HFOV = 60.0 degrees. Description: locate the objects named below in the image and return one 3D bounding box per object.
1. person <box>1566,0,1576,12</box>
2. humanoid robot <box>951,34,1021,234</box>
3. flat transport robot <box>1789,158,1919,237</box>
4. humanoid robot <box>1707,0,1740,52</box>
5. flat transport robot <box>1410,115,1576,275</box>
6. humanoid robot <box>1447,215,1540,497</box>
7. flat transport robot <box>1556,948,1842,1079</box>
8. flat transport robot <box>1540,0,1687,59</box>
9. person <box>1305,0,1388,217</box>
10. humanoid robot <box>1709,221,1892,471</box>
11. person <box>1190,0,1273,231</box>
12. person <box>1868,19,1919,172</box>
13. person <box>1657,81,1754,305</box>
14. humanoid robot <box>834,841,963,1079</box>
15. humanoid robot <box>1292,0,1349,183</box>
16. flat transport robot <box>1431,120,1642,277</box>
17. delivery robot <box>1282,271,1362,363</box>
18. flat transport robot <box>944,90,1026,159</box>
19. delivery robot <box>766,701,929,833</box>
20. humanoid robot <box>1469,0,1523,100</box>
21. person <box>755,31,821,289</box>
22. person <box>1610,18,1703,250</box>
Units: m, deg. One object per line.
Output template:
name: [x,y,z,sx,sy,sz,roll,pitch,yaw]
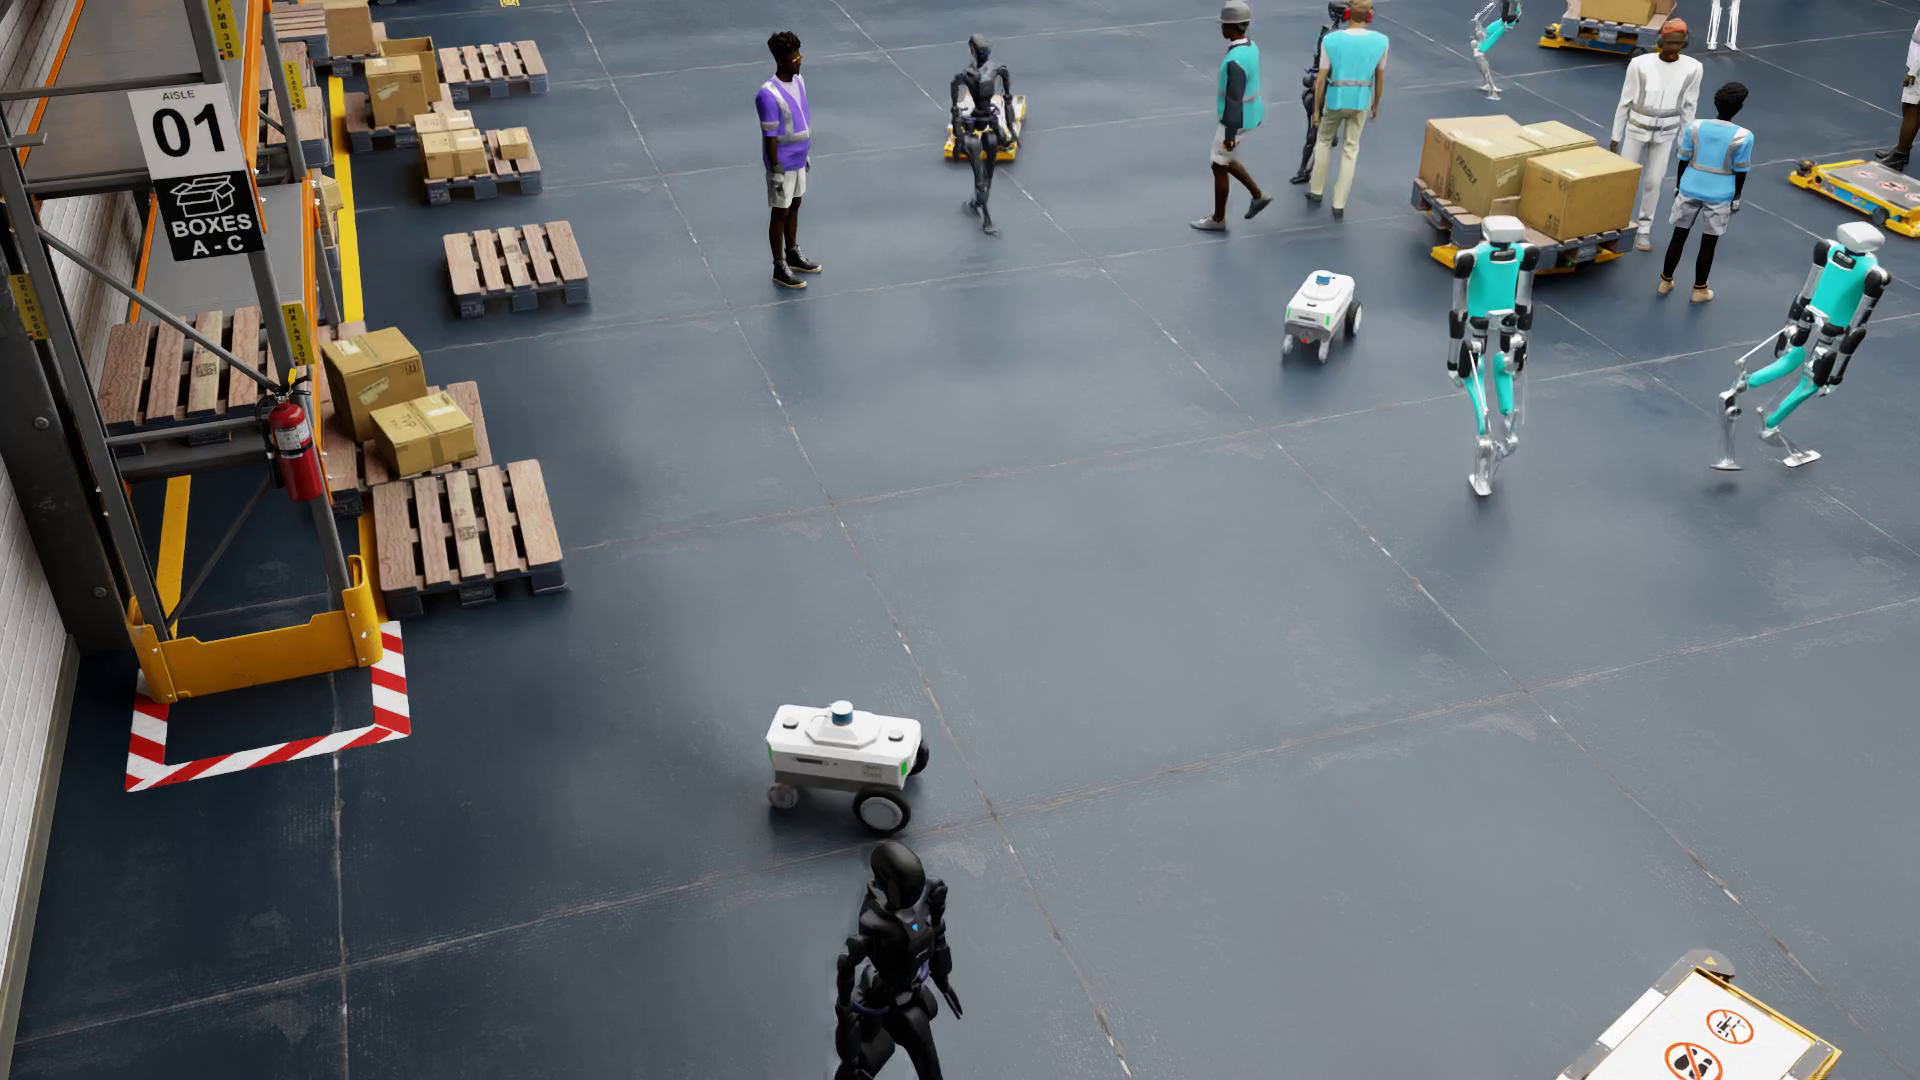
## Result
person: [7.353,-6.896,19.159,0.458,1.667,0.387,16,36,23]
humanoid robot: [0.183,-3.407,13.839,0.622,1.647,0.652,-17,37,-24]
flat transport robot: [8.006,-3.001,14.461,0.659,0.231,1.431,-11,35,-16]
humanoid robot: [8.337,-6.099,17.746,0.533,1.677,0.735,5,33,7]
flat transport robot: [4.462,-2.546,13.763,0.659,0.231,1.431,-6,34,-8]
humanoid robot: [3.264,-1.011,10.079,0.552,1.788,0.754,-7,34,-10]
flat transport robot: [2.817,2.176,6.521,1.431,0.231,0.659,-26,41,-33]
flat transport robot: [7.200,-5.518,18.322,1.431,0.231,0.659,17,37,24]
person: [3.276,-3.701,14.112,0.576,1.819,0.647,3,33,4]
humanoid robot: [5.076,-1.080,10.215,1.042,1.755,0.558,-11,35,-16]
person: [2.284,-3.450,13.635,0.551,1.920,0.576,10,34,15]
person: [8.615,-4.276,14.888,0.348,1.942,0.543,24,40,32]
person: [5.638,-2.613,12.562,0.531,1.692,0.320,26,41,34]
humanoid robot: [-0.259,1.698,6.012,0.783,1.626,0.616,25,41,33]
humanoid robot: [3.177,-3.926,14.597,0.366,1.643,0.590,-7,34,-10]
flat transport robot: [4.619,-2.376,13.502,1.431,0.231,0.659,-14,36,-20]
delivery robot: [2.637,-1.686,12.187,0.499,0.599,0.784,15,36,21]
flat transport robot: [0.253,-3.991,15.979,0.659,0.231,1.431,4,33,5]
delivery robot: [-0.535,1.038,8.001,0.768,0.591,0.499,6,34,9]
humanoid robot: [5.383,-5.325,16.686,0.671,1.805,0.535,13,35,20]
person: [-1.321,-2.936,12.809,0.372,1.966,0.602,12,35,17]
person: [5.555,-3.254,13.380,0.593,1.877,0.352,8,34,12]
